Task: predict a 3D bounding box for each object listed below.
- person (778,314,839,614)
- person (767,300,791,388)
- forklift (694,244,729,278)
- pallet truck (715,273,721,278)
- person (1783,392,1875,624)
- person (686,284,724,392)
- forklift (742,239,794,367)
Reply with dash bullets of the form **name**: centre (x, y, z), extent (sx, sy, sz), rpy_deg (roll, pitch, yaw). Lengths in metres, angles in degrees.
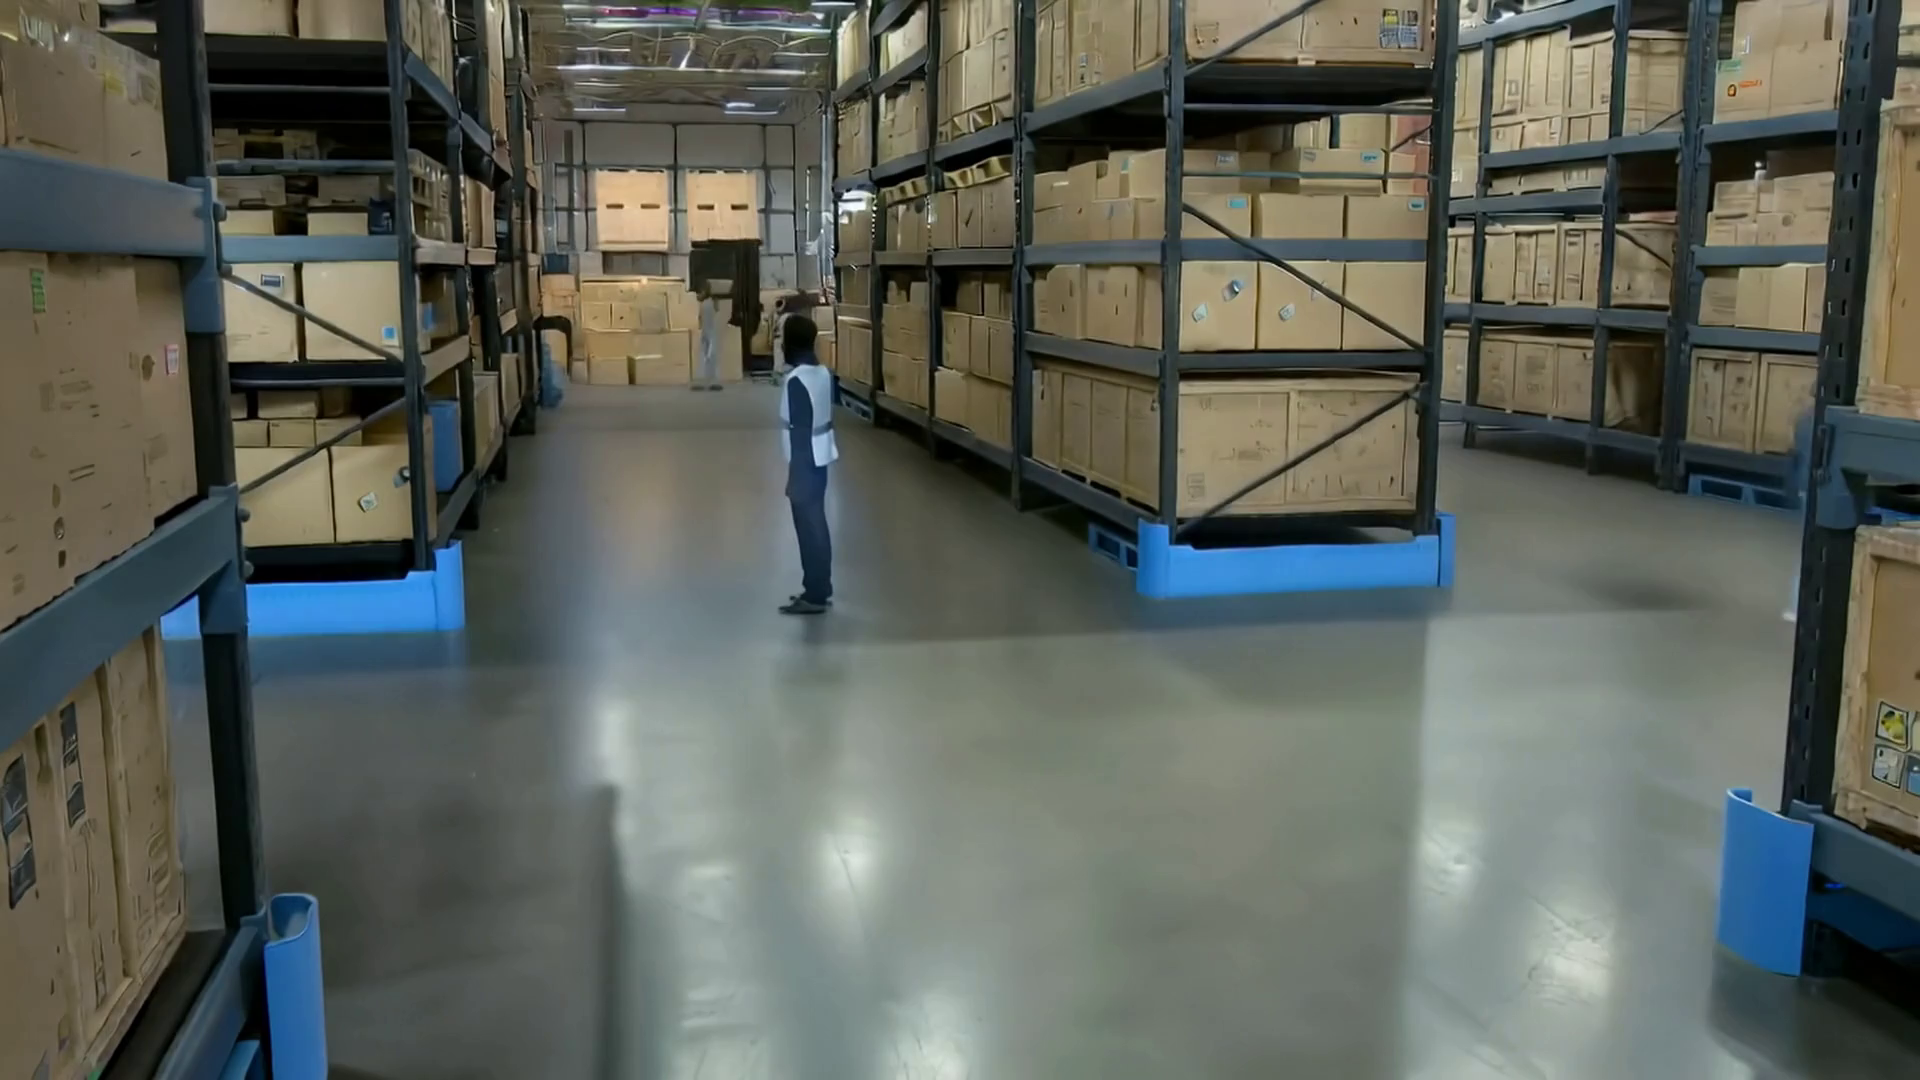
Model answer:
- **person**: centre (-0.975, -0.479, 10.670), extent (0.375, 1.917, 0.599), rpy_deg (1, 9, 8)
- **person**: centre (-3.286, -3.589, 30.534), extent (0.534, 1.615, 0.389), rpy_deg (3, 10, 16)
- **forklift**: centre (-6.670, -6.553, 44.766), extent (1.129, 2.768, 1.873), rpy_deg (-4, 10, -21)
- **pallet truck**: centre (-8.580, -8.986, 62.280), extent (1.885, 1.965, 0.823), rpy_deg (1, 9, 5)
- **person**: centre (5.478, -0.278, 10.364), extent (0.729, 1.602, 0.535), rpy_deg (-2, 10, -14)
- **person**: centre (-4.581, -3.573, 29.547), extent (0.812, 1.906, 0.652), rpy_deg (-1, 9, -4)
- **forklift**: centre (-4.510, -5.153, 36.233), extent (1.873, 2.768, 1.129), rpy_deg (-2, 10, -13)
